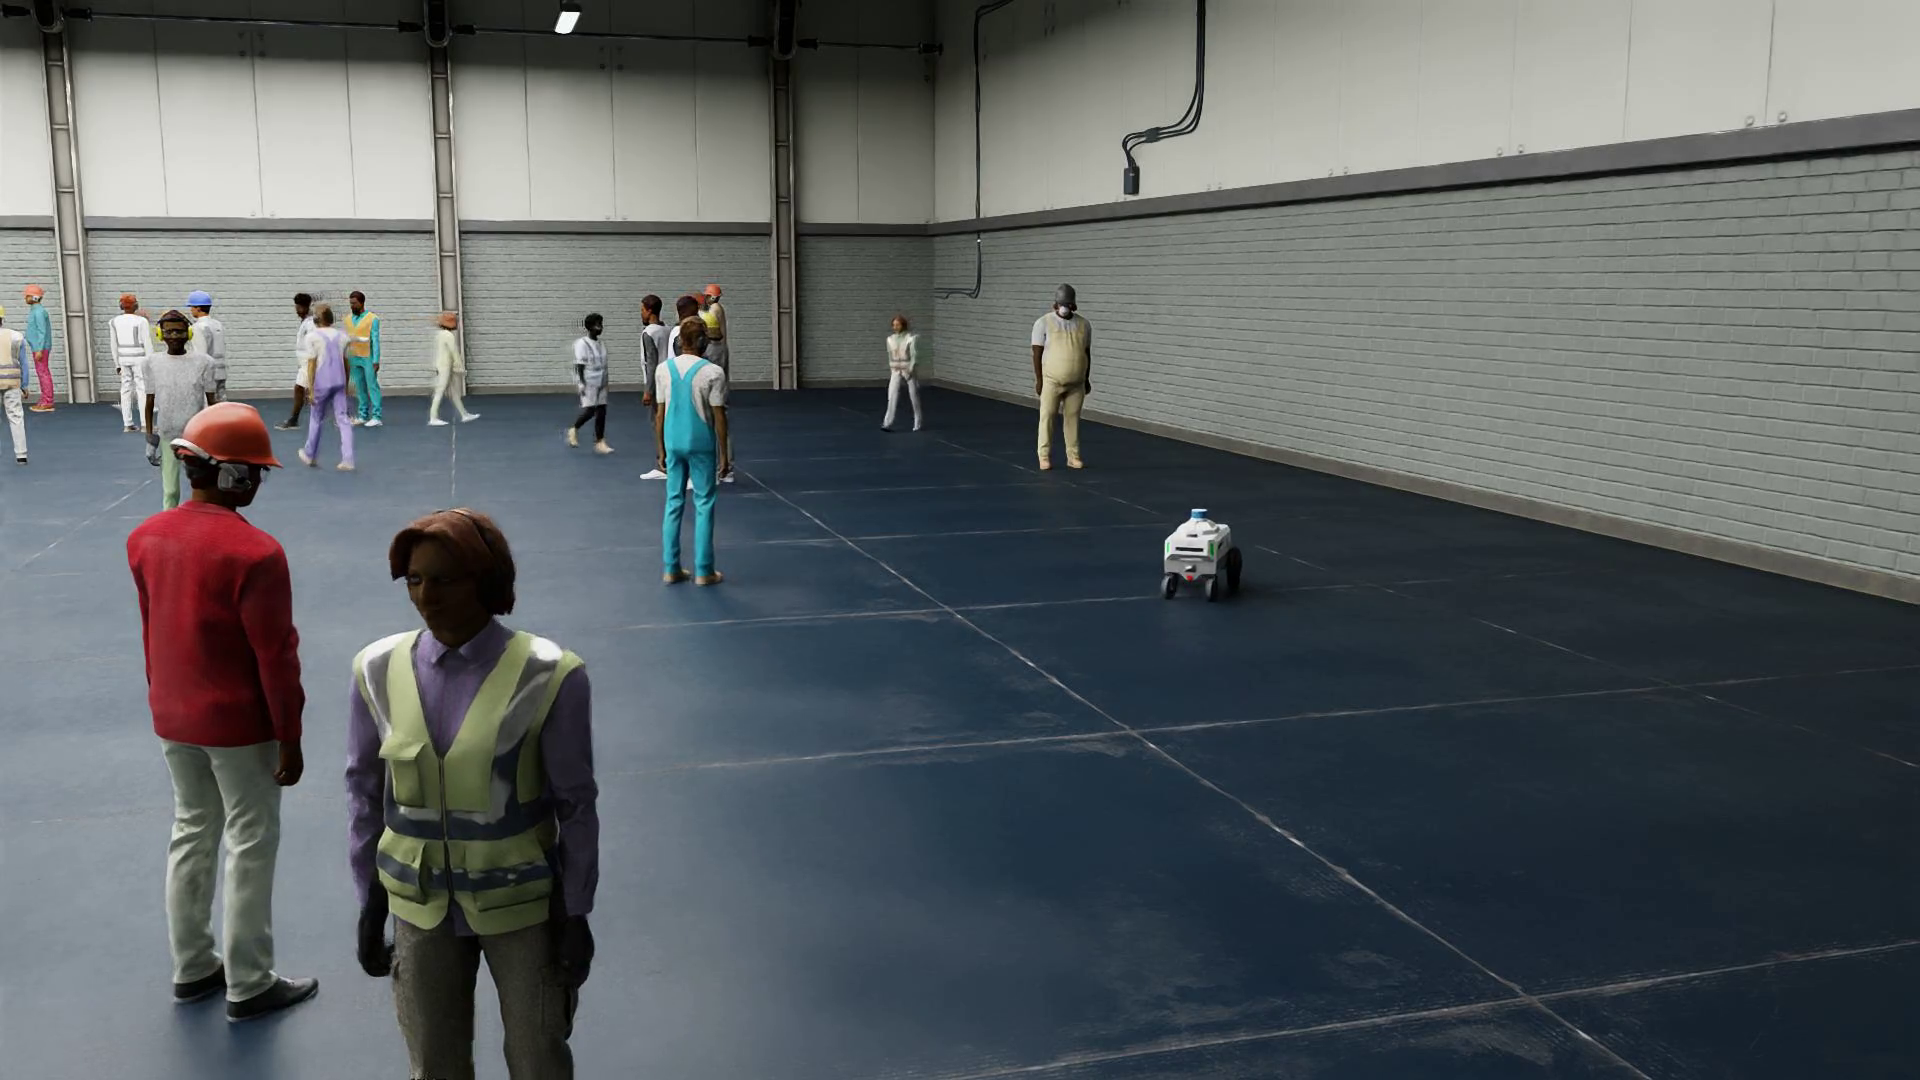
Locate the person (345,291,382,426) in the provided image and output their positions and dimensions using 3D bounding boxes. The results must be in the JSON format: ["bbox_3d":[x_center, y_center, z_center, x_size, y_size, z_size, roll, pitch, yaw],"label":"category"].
[{"bbox_3d":[-8.450,-2.567,23.607,0.590,1.911,0.380,4,10,26],"label":"person"}]

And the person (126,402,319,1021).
[{"bbox_3d":[-2.053,0.482,4.697,0.574,1.738,0.355,4,10,26],"label":"person"}]

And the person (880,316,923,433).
[{"bbox_3d":[-0.768,-2.257,22.662,0.509,1.584,0.916,4,10,22],"label":"person"}]

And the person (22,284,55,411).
[{"bbox_3d":[-14.541,-3.026,26.249,0.376,1.997,0.612,-6,11,-34],"label":"person"}]

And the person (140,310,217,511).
[{"bbox_3d":[-5.621,-0.729,12.037,0.510,1.863,0.326,-4,10,-22],"label":"person"}]

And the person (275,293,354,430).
[{"bbox_3d":[-8.981,-2.484,23.118,1.023,1.905,0.666,-4,10,-23],"label":"person"}]

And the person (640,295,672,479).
[{"bbox_3d":[-3.144,-1.594,17.364,0.370,1.916,0.597,2,9,10],"label":"person"}]

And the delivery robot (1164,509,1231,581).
[{"bbox_3d":[1.576,0.037,10.993,0.477,0.478,0.707,3,9,18],"label":"delivery robot"}]

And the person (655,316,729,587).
[{"bbox_3d":[-1.813,-0.592,11.246,0.523,1.834,0.339,3,9,16],"label":"person"}]

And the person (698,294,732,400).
[{"bbox_3d":[-4.204,-3.128,27.403,0.935,1.834,0.588,-6,11,-36],"label":"person"}]

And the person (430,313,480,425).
[{"bbox_3d":[-7.259,-2.444,23.813,0.825,1.591,0.536,-5,10,-31],"label":"person"}]

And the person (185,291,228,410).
[{"bbox_3d":[-8.627,-1.877,19.075,0.405,1.948,0.605,0,9,1],"label":"person"}]

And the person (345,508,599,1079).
[{"bbox_3d":[-0.971,0.747,3.338,0.520,1.636,0.316,1,9,8],"label":"person"}]

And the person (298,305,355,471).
[{"bbox_3d":[-6.931,-1.660,18.173,0.961,1.793,0.540,9,12,44],"label":"person"}]

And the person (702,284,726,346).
[{"bbox_3d":[-3.956,-3.123,26.872,0.373,1.997,0.615,1,9,3],"label":"person"}]

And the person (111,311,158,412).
[{"bbox_3d":[-12.902,-2.780,25.920,0.827,1.596,0.530,-2,9,-13],"label":"person"}]

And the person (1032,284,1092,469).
[{"bbox_3d":[1.150,-1.789,18.218,0.681,2.000,0.536,-3,9,-16],"label":"person"}]

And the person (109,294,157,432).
[{"bbox_3d":[-11.229,-2.399,22.615,0.574,1.884,0.356,1,9,7],"label":"person"}]

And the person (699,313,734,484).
[{"bbox_3d":[-2.528,-1.429,16.910,0.338,1.736,0.490,5,10,29],"label":"person"}]

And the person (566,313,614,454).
[{"bbox_3d":[-4.404,-1.864,19.818,0.494,1.678,0.547,5,10,29],"label":"person"}]

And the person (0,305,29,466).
[{"bbox_3d":[-10.652,-1.720,18.443,0.591,1.833,0.403,-7,11,-38],"label":"person"}]

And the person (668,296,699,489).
[{"bbox_3d":[-2.760,-1.468,16.568,0.369,1.915,0.597,-2,9,-10],"label":"person"}]
